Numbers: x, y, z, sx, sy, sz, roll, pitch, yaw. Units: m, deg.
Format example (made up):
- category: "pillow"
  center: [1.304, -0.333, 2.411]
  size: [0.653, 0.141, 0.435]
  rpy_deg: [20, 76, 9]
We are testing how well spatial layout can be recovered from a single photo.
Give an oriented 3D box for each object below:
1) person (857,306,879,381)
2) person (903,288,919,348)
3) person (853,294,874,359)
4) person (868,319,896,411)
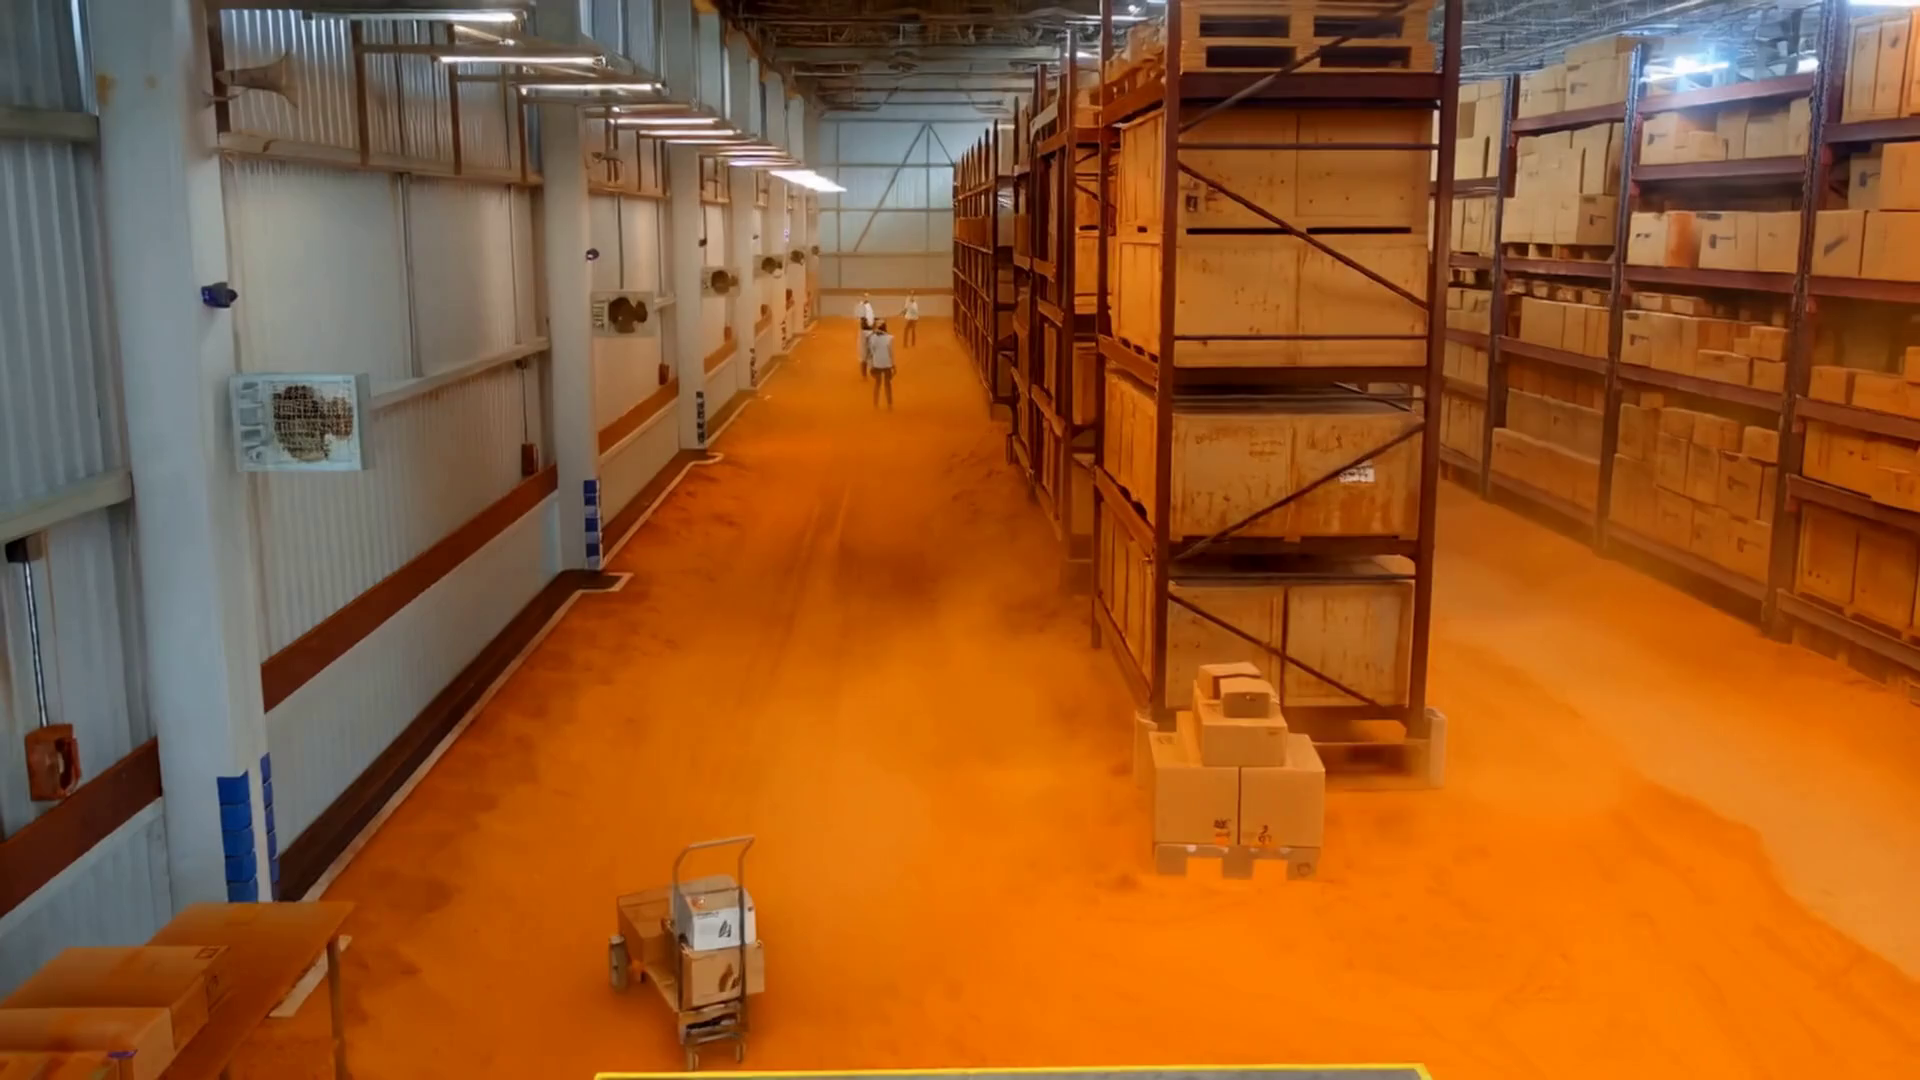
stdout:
- category: "person"
  center: [-2.335, -5.035, 42.595]
  size: [0.597, 1.906, 0.414]
  rpy_deg: [-2, 11, -8]
- category: "person"
  center: [-1.574, -7.159, 53.596]
  size: [0.545, 1.929, 0.391]
  rpy_deg: [-5, 12, -24]
- category: "person"
  center: [-2.865, -6.326, 49.302]
  size: [0.641, 1.908, 0.407]
  rpy_deg: [0, 11, -1]
- category: "person"
  center: [-1.668, -3.755, 35.726]
  size: [0.618, 1.986, 0.410]
  rpy_deg: [-3, 11, -16]
